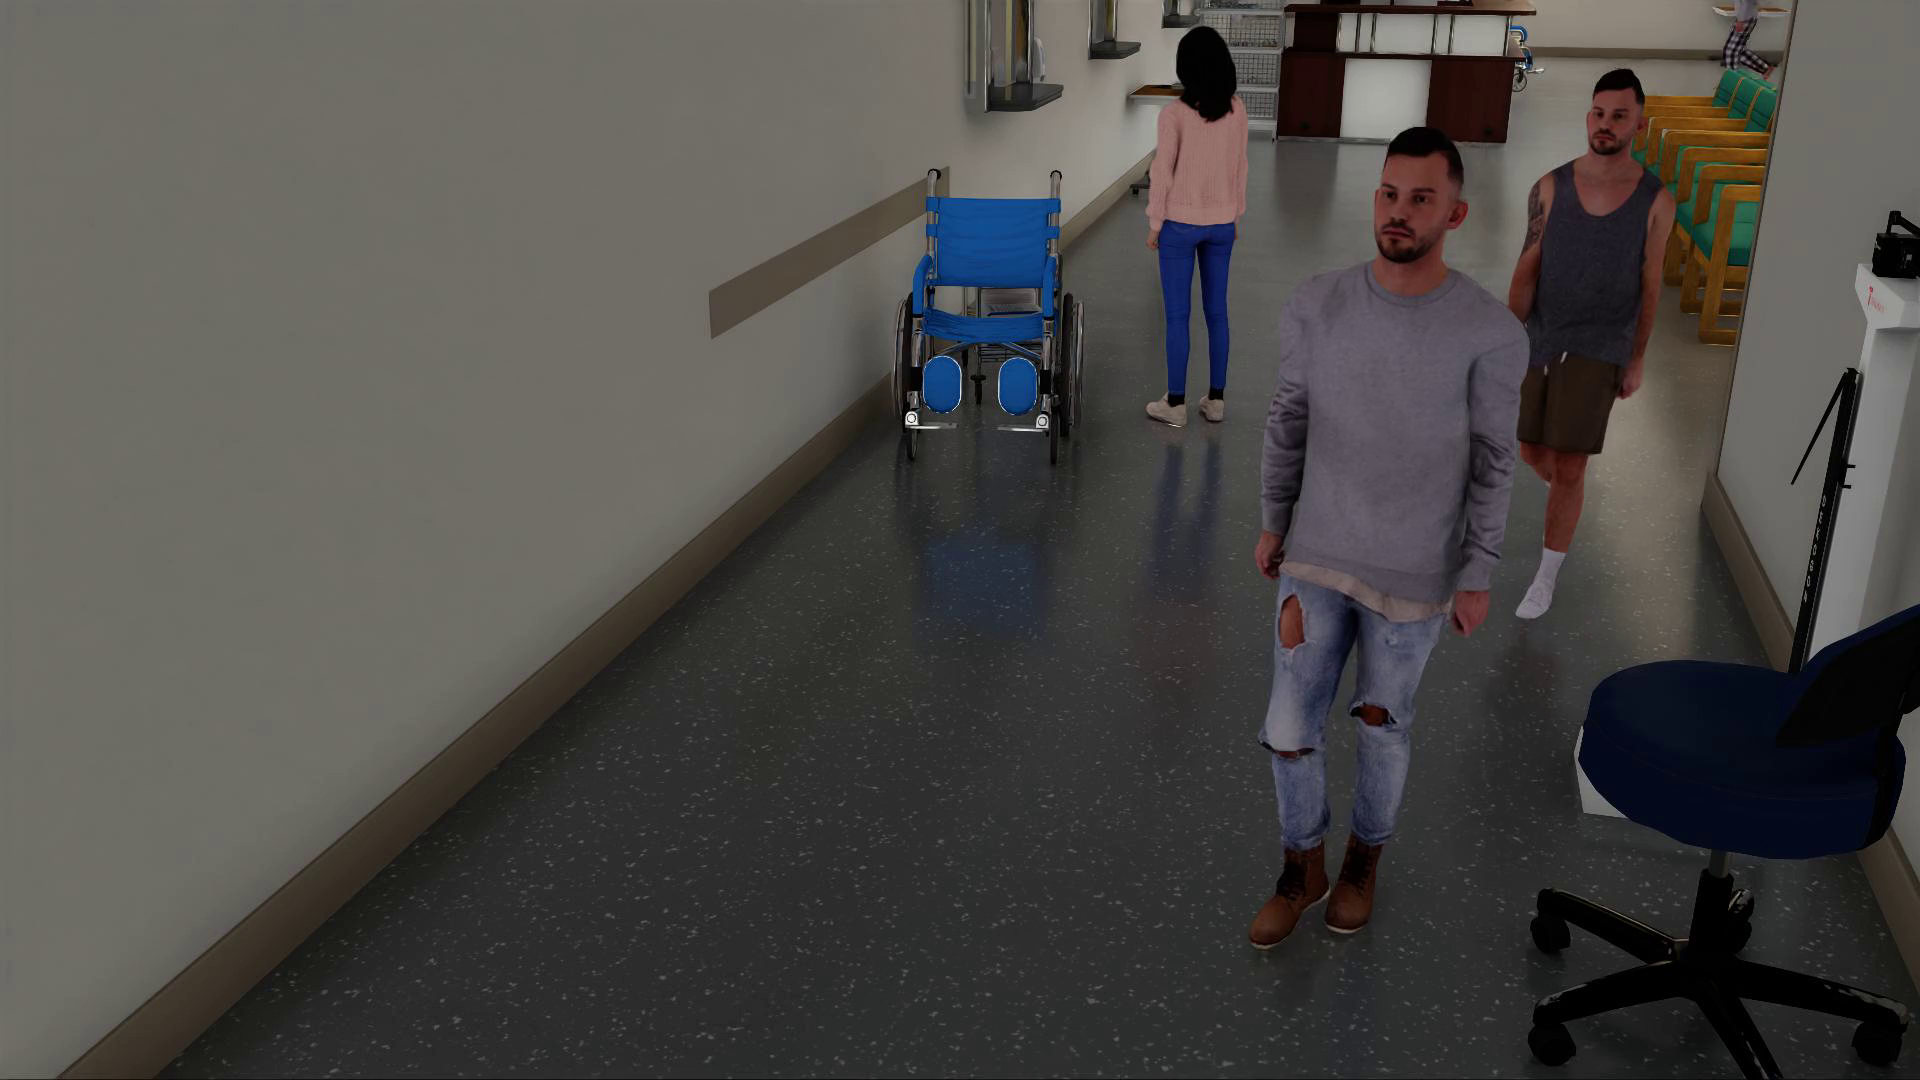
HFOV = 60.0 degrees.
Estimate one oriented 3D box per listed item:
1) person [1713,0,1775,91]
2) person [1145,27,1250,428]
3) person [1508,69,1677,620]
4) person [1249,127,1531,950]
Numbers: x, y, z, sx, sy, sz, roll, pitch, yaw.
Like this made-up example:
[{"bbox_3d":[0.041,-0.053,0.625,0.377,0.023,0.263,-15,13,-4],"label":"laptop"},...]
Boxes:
[{"bbox_3d":[10.208,-6.696,21.400,0.972,1.822,0.781,10,23,24],"label":"person"},{"bbox_3d":[1.071,-1.396,7.488,0.680,1.766,0.788,-7,22,-18],"label":"person"},{"bbox_3d":[2.118,-0.667,5.708,1.165,1.820,0.959,13,24,30],"label":"person"},{"bbox_3d":[0.935,0.009,3.690,0.688,1.828,0.830,10,23,25],"label":"person"}]
